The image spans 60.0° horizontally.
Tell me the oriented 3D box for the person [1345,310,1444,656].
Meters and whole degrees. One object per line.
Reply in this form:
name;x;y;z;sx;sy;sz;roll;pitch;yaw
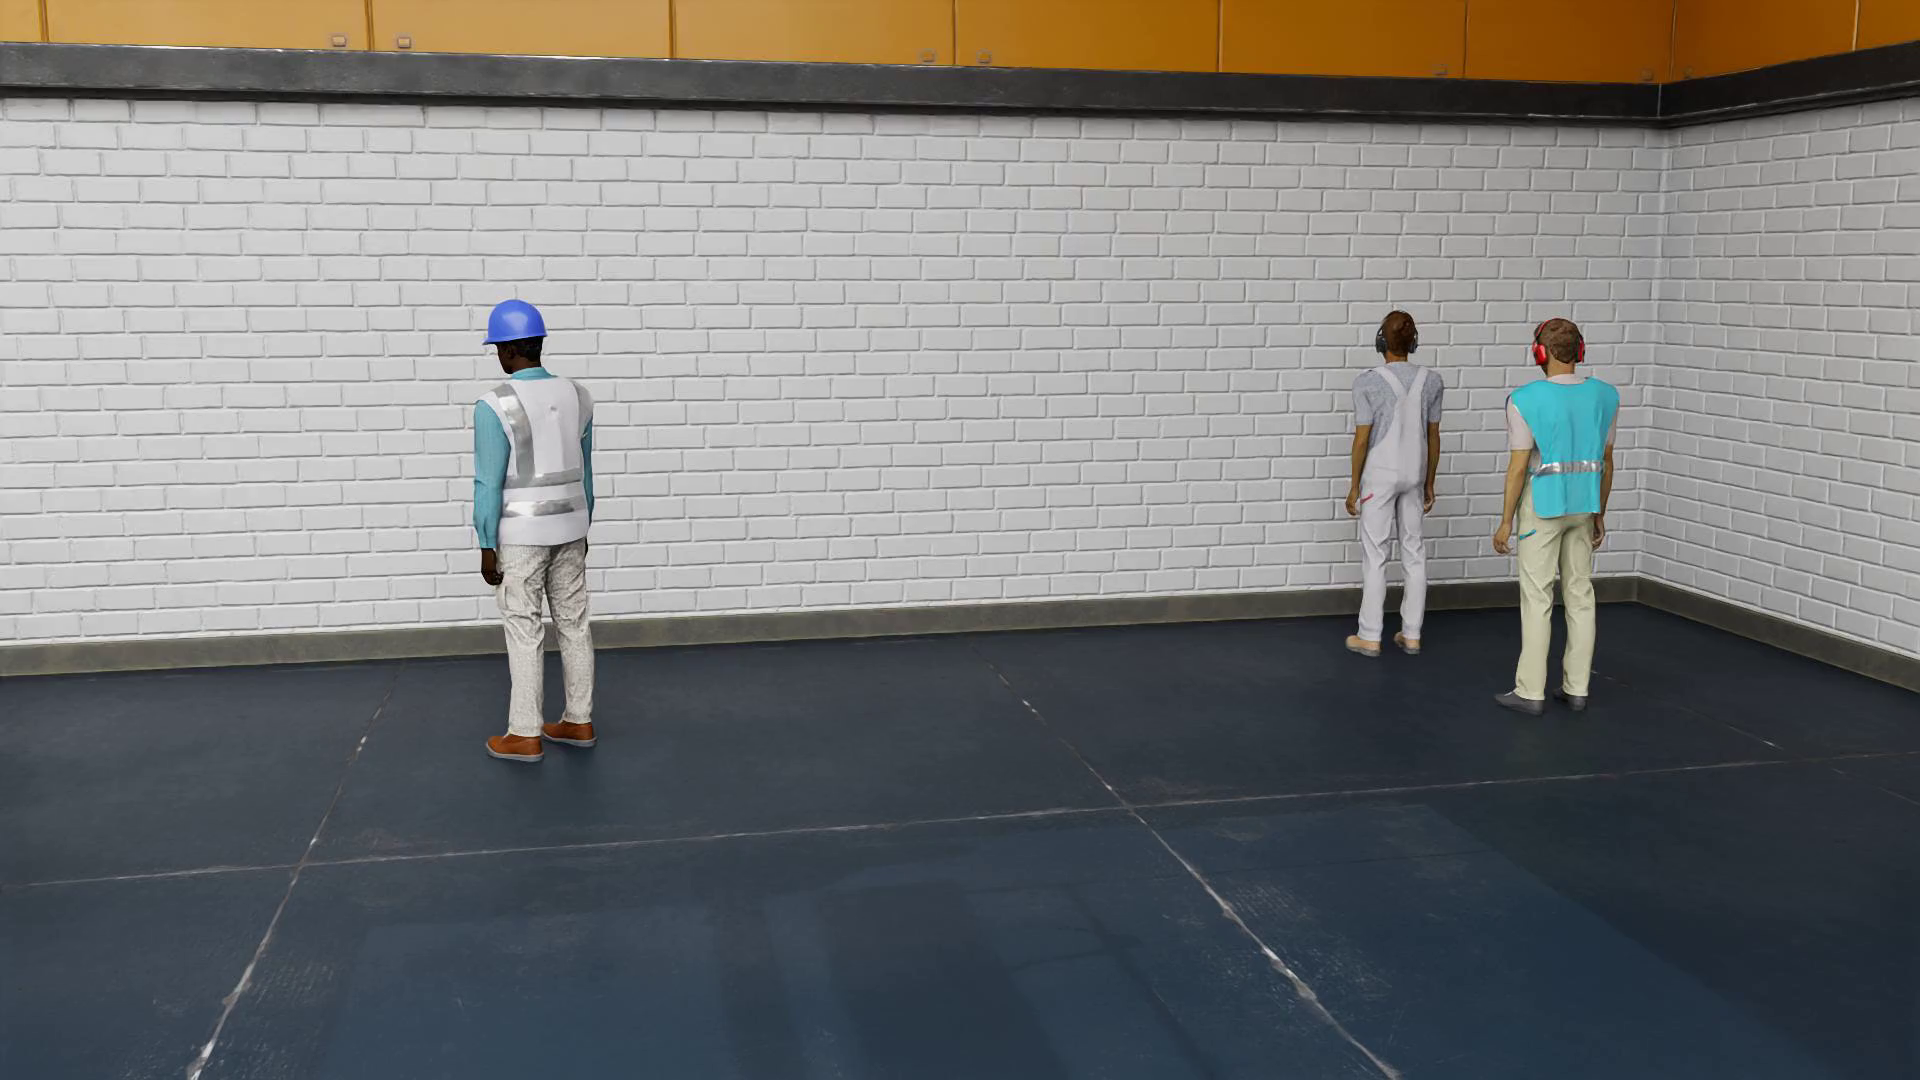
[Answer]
person;2.303;-0.296;8.874;0.508;1.846;0.345;-2;10;-12

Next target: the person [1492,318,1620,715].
person;2.759;-0.100;7.703;0.563;1.837;0.389;-2;10;-15

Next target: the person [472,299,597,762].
person;-1.798;-0.037;7.022;0.416;1.939;0.604;7;11;35
